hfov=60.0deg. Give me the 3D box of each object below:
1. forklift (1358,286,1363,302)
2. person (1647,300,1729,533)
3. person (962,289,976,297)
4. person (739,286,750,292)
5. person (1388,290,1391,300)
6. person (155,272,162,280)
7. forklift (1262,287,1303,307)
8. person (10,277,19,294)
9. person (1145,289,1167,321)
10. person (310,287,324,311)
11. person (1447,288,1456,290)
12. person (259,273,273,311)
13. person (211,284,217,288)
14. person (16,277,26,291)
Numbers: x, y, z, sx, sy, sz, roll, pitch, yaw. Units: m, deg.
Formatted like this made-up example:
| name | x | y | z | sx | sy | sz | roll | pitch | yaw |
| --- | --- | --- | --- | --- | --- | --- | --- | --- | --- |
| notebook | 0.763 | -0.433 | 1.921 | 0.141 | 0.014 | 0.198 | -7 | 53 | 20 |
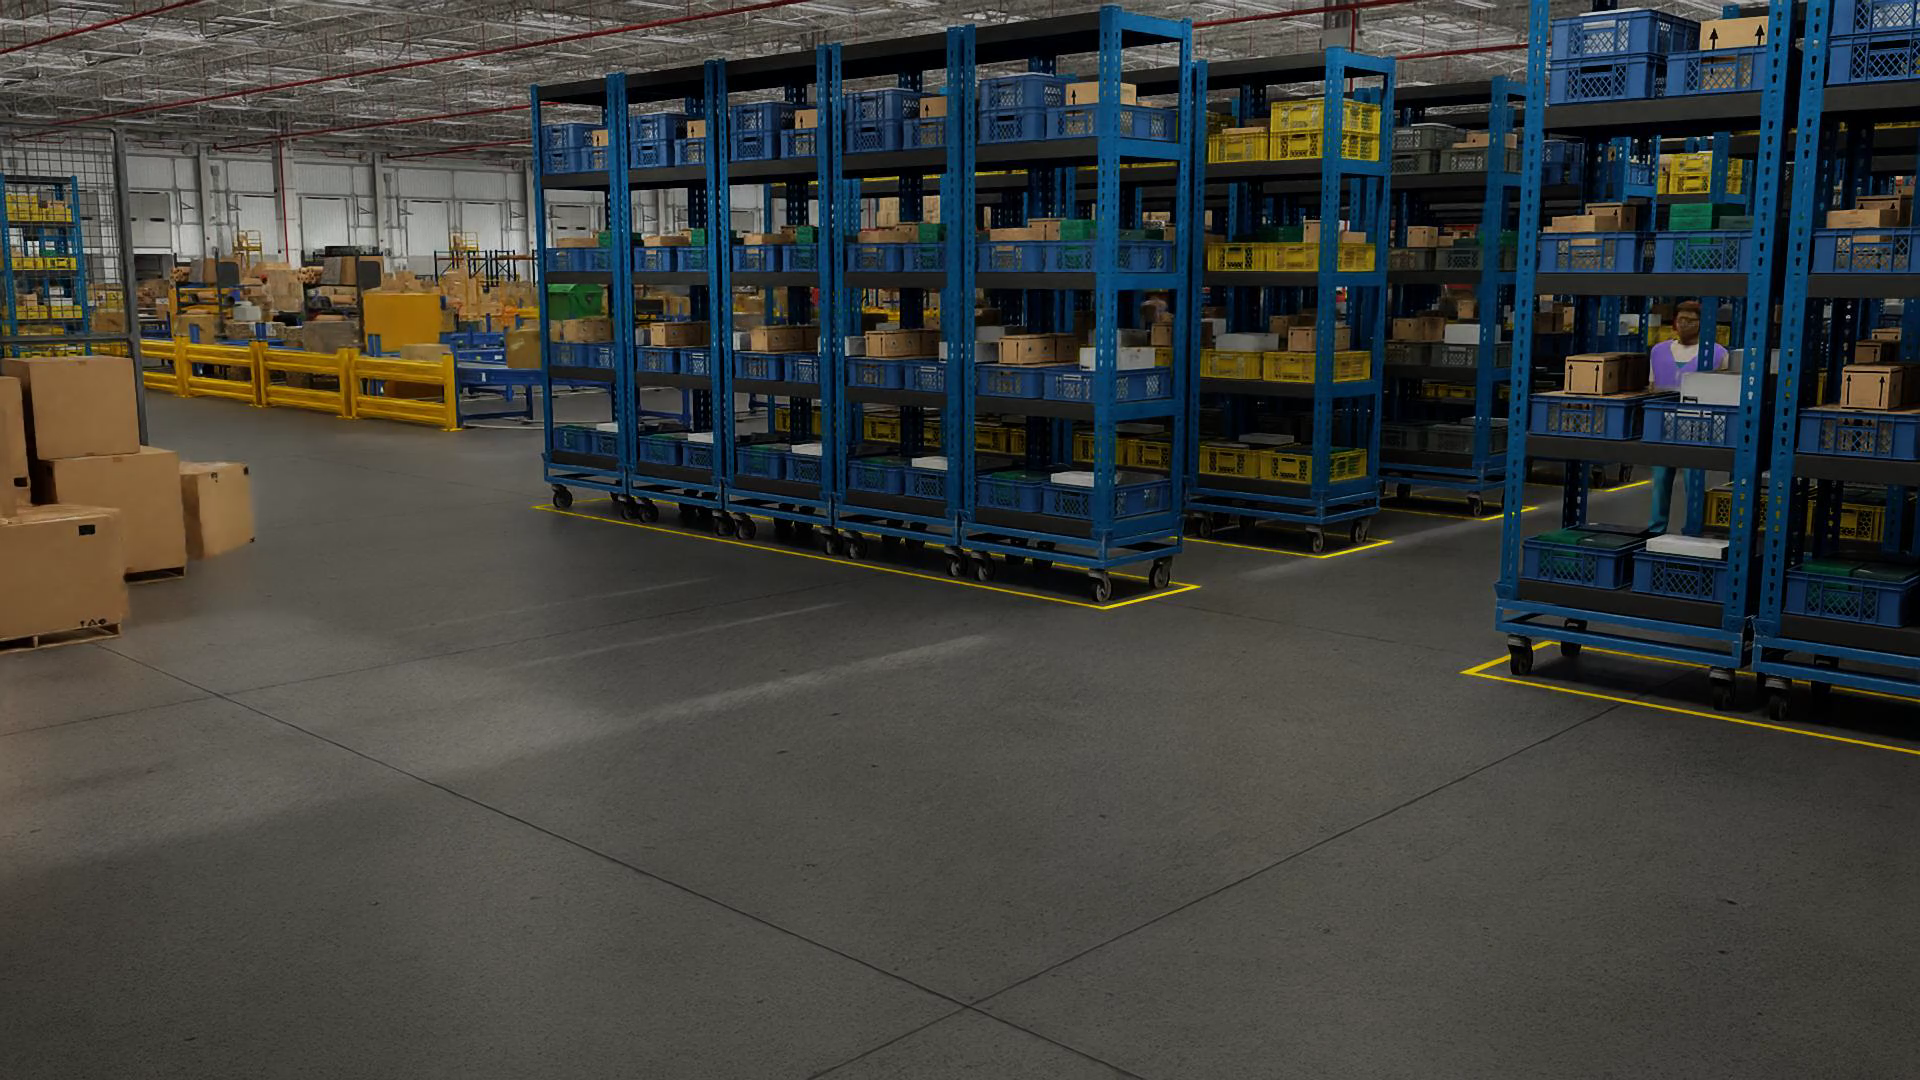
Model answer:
| name | x | y | z | sx | sy | sz | roll | pitch | yaw |
| --- | --- | --- | --- | --- | --- | --- | --- | --- | --- |
| forklift | 11.100 | -7.017 | 46.970 | 1.873 | 2.768 | 1.129 | 9 | 13 | 43 |
| person | 5.184 | -0.788 | 11.929 | 0.566 | 1.850 | 0.389 | 9 | 13 | 44 |
| person | 0.308 | -7.962 | 55.776 | 0.553 | 1.901 | 0.949 | -9 | 13 | -43 |
| person | -8.228 | -9.198 | 63.220 | 0.376 | 1.935 | 0.550 | -9 | 13 | -43 |
| person | 12.186 | -6.606 | 47.762 | 0.601 | 1.801 | 0.852 | -9 | 13 | -44 |
| person | -42.039 | -13.103 | 87.240 | 0.586 | 1.915 | 0.624 | 6 | 11 | 34 |
| forklift | 10.769 | -8.203 | 54.240 | 1.129 | 2.768 | 1.873 | 8 | 12 | 42 |
| person | -41.707 | -10.808 | 73.419 | 0.534 | 1.829 | 0.646 | -8 | 12 | -40 |
| person | 4.111 | -4.512 | 35.084 | 0.524 | 1.752 | 0.520 | 7 | 11 | 35 |
| person | -22.318 | -8.310 | 57.881 | 0.586 | 1.906 | 0.620 | -8 | 12 | -41 |
| person | 18.631 | -9.041 | 63.201 | 0.515 | 1.630 | 0.312 | -6 | 11 | -32 |
| person | -23.268 | -7.970 | 55.755 | 0.536 | 1.909 | 0.505 | 7 | 12 | 36 |
| person | -25.228 | -7.946 | 56.120 | 0.567 | 1.749 | 0.530 | -6 | 11 | -31 |
| person | -44.919 | -11.866 | 79.586 | 0.707 | 1.945 | 0.429 | 1 | 9 | 4 |
